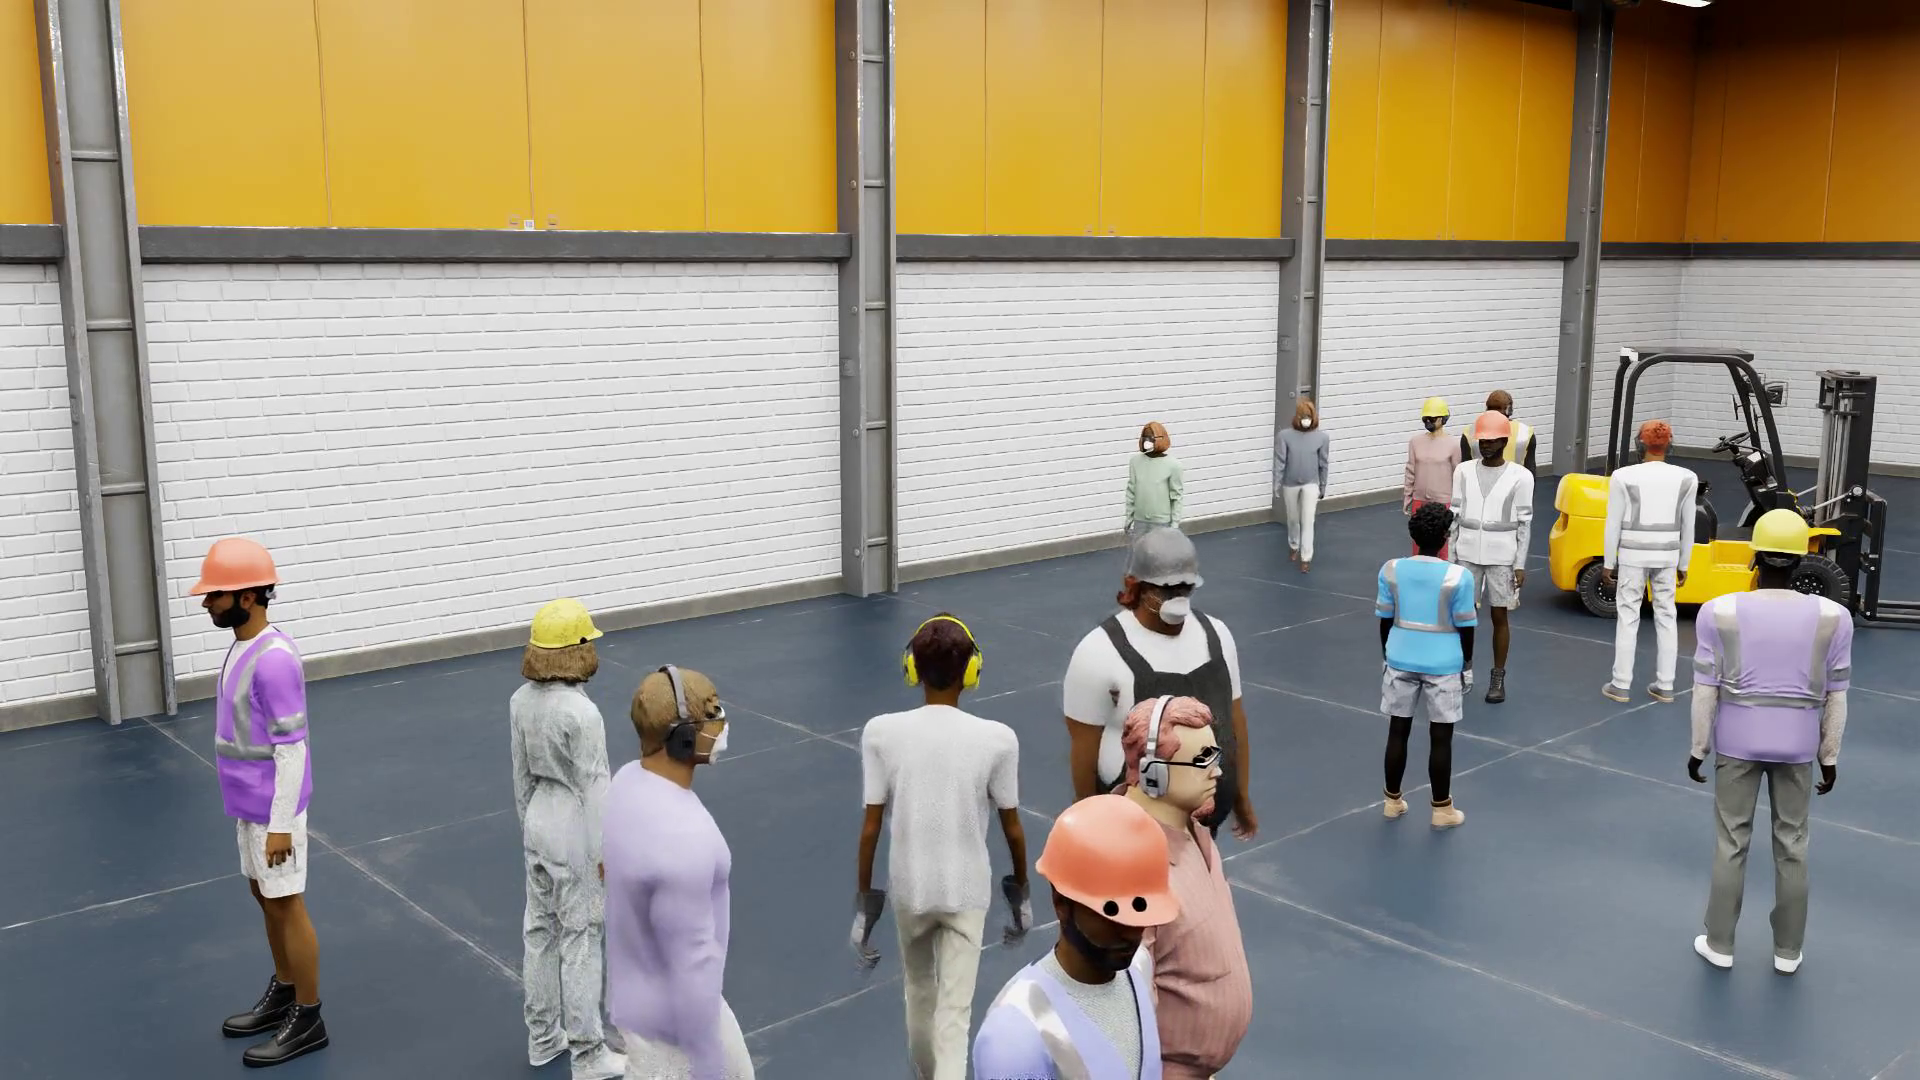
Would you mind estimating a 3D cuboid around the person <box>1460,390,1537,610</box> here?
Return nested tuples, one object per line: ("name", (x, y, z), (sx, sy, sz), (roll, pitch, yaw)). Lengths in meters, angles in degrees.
("person", (4.476, -0.333, 13.889), (0.619, 1.838, 0.430), (3, 10, 15))

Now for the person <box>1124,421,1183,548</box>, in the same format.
("person", (1.542, -0.136, 13.325), (0.497, 1.634, 0.279), (7, 12, 35))

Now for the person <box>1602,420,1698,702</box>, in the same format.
("person", (4.544, 0.145, 10.993), (0.573, 1.876, 0.355), (0, 10, 3))

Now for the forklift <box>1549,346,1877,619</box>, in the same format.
("forklift", (6.109, -0.478, 13.691), (2.313, 2.155, 1.214), (3, 10, 16))

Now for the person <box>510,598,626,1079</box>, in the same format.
("person", (-1.396, 1.066, 5.964), (0.484, 1.745, 0.297), (8, 13, 40))

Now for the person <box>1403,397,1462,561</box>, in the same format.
("person", (3.983, -0.324, 14.042), (0.533, 1.767, 0.323), (9, 13, 42))

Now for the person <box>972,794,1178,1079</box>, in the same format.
("person", (0.254, 1.429, 3.289), (0.375, 1.932, 0.549), (6, 11, 31))

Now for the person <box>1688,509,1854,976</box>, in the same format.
("person", (3.291, 0.830, 6.813), (0.585, 1.927, 0.366), (3, 10, 16))

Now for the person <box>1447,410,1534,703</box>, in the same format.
("person", (3.478, 0.109, 10.998), (0.542, 1.939, 0.362), (6, 12, 33))

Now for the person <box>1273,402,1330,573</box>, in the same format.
("person", (3.234, -0.531, 15.764), (0.498, 1.588, 0.844), (2, 10, 14))

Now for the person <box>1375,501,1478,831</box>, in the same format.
("person", (2.398, 0.646, 8.568), (0.542, 1.696, 0.317), (7, 12, 37))

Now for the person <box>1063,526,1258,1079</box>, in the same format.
("person", (0.725, 0.890, 6.131), (0.684, 2.000, 1.003), (-5, 11, -29))

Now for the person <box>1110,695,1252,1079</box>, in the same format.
("person", (0.501, 1.309, 4.067), (0.410, 1.909, 0.643), (3, 10, 17))

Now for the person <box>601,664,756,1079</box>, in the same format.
("person", (-0.813, 1.260, 4.393), (0.981, 1.906, 0.637), (-4, 10, -20))

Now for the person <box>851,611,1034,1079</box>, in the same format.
("person", (-0.041, 1.130, 5.367), (0.560, 1.817, 0.964), (1, 10, 9))

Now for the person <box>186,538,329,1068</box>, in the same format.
("person", (-2.568, 0.950, 6.082), (0.362, 1.935, 0.553), (-7, 12, -35))
